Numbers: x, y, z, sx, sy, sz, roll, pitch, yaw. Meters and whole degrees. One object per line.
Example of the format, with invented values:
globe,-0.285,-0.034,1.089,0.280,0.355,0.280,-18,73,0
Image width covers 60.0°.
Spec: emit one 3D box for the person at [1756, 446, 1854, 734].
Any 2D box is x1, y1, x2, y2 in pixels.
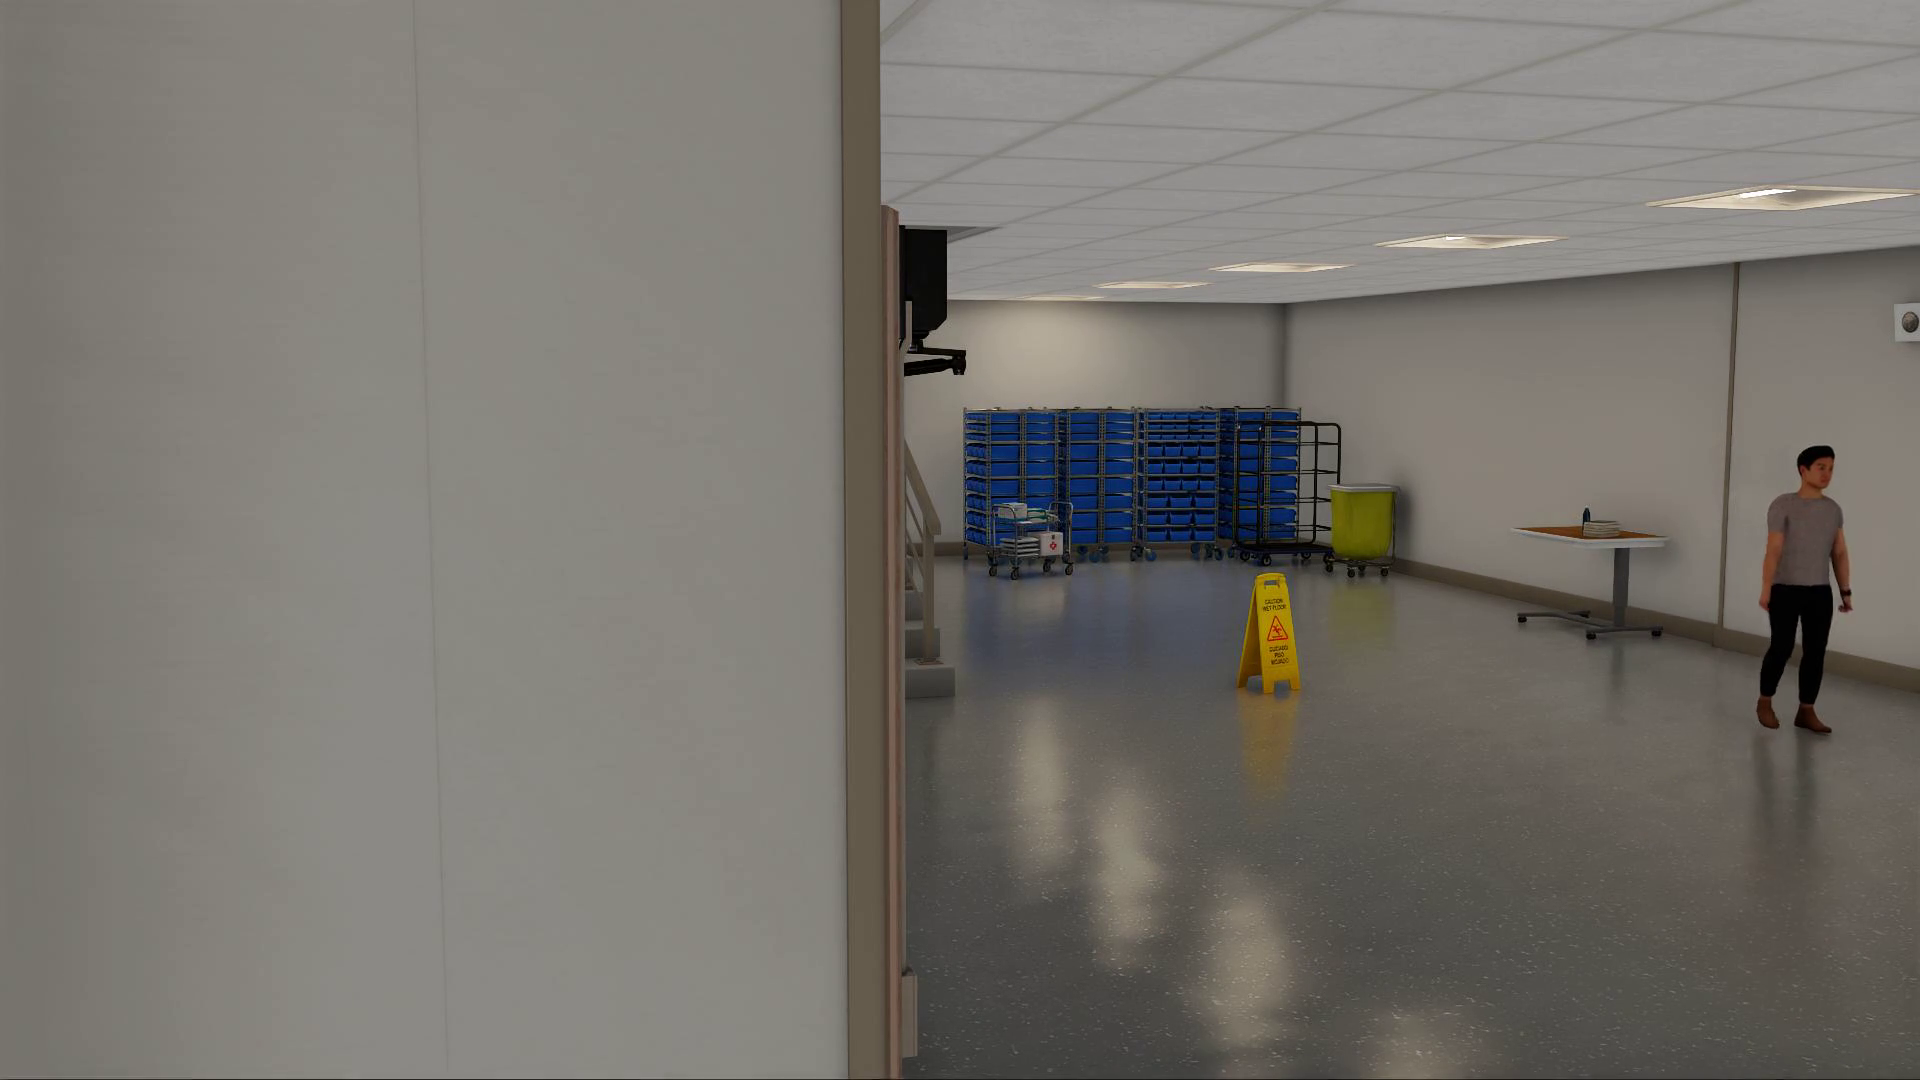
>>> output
person,5.052,0.281,10.027,0.709,1.712,0.669,0,6,0
